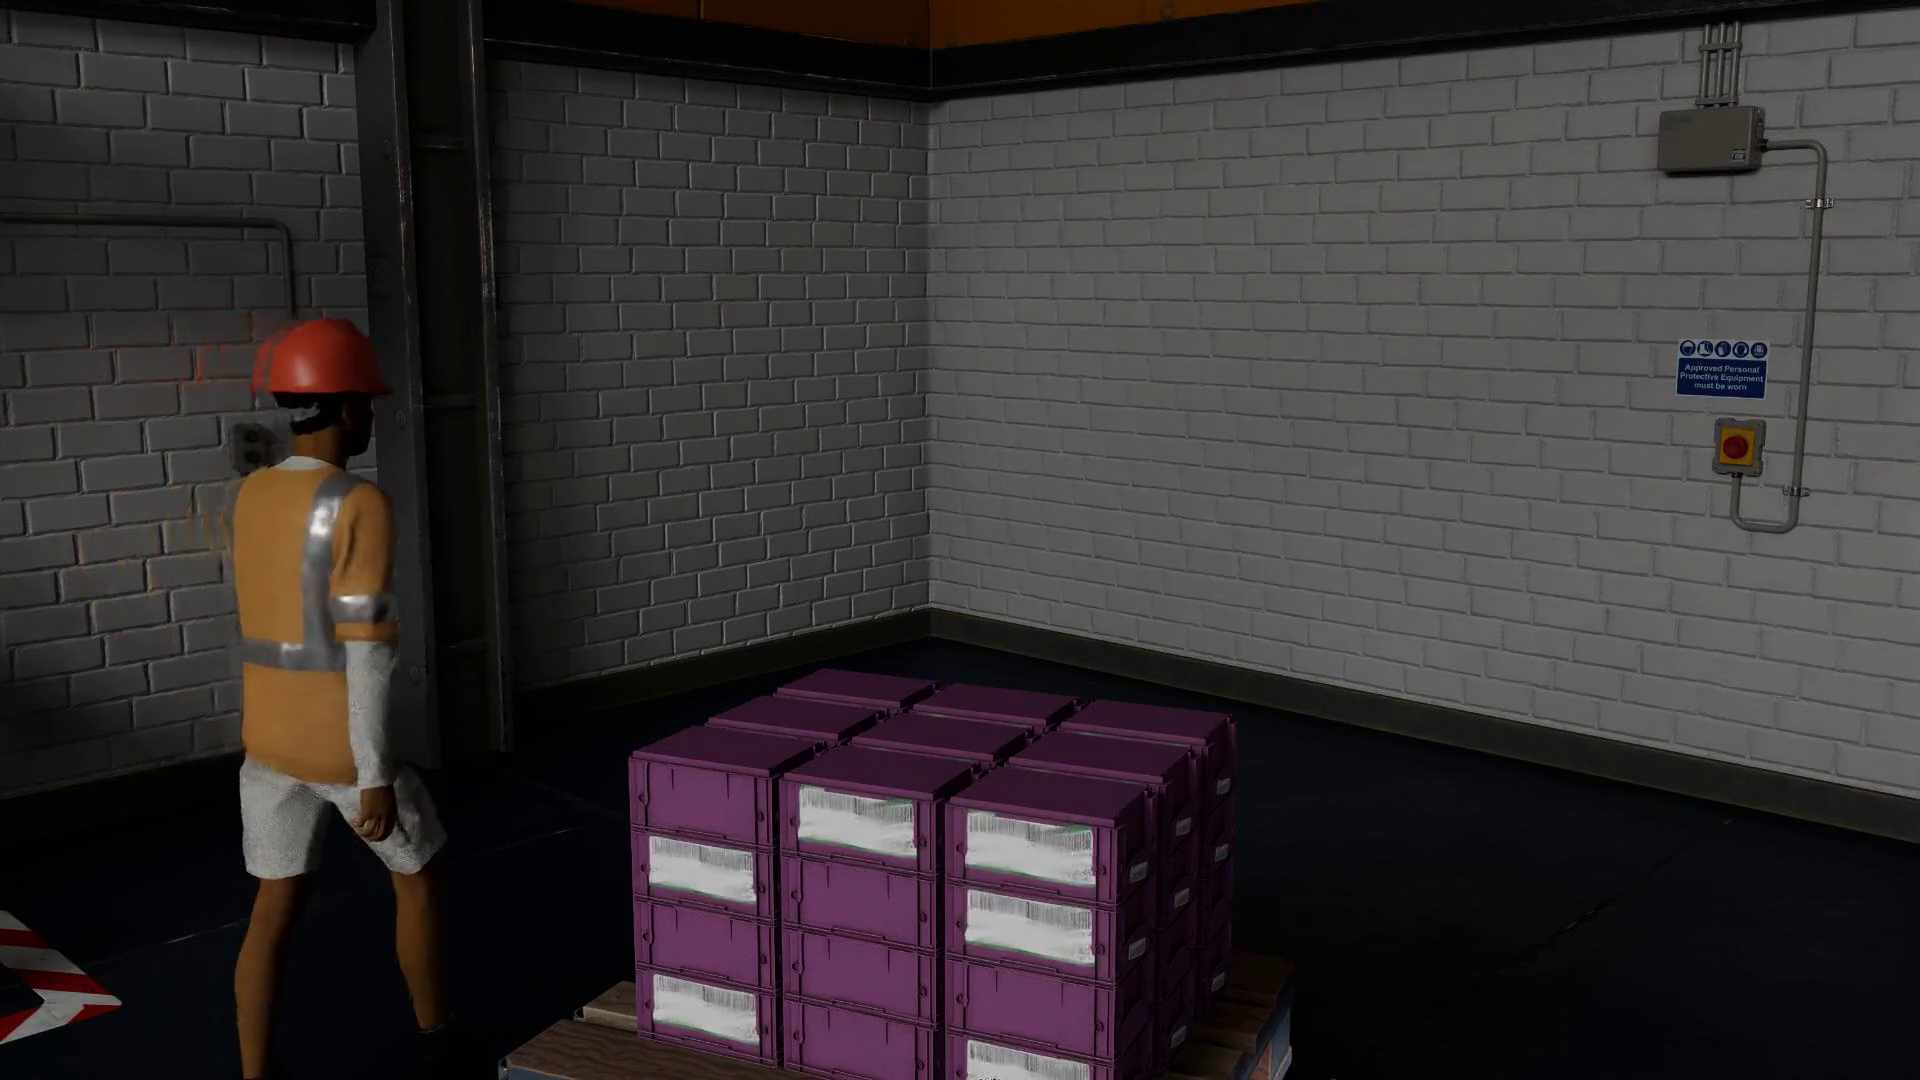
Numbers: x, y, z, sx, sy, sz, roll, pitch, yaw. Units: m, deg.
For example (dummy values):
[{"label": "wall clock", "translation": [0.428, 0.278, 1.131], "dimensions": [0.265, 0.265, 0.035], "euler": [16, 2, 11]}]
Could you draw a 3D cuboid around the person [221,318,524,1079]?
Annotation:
[{"label": "person", "translation": [-1.420, 0.439, 3.936], "dimensions": [0.567, 1.899, 0.851], "euler": [5, 11, 30]}]
